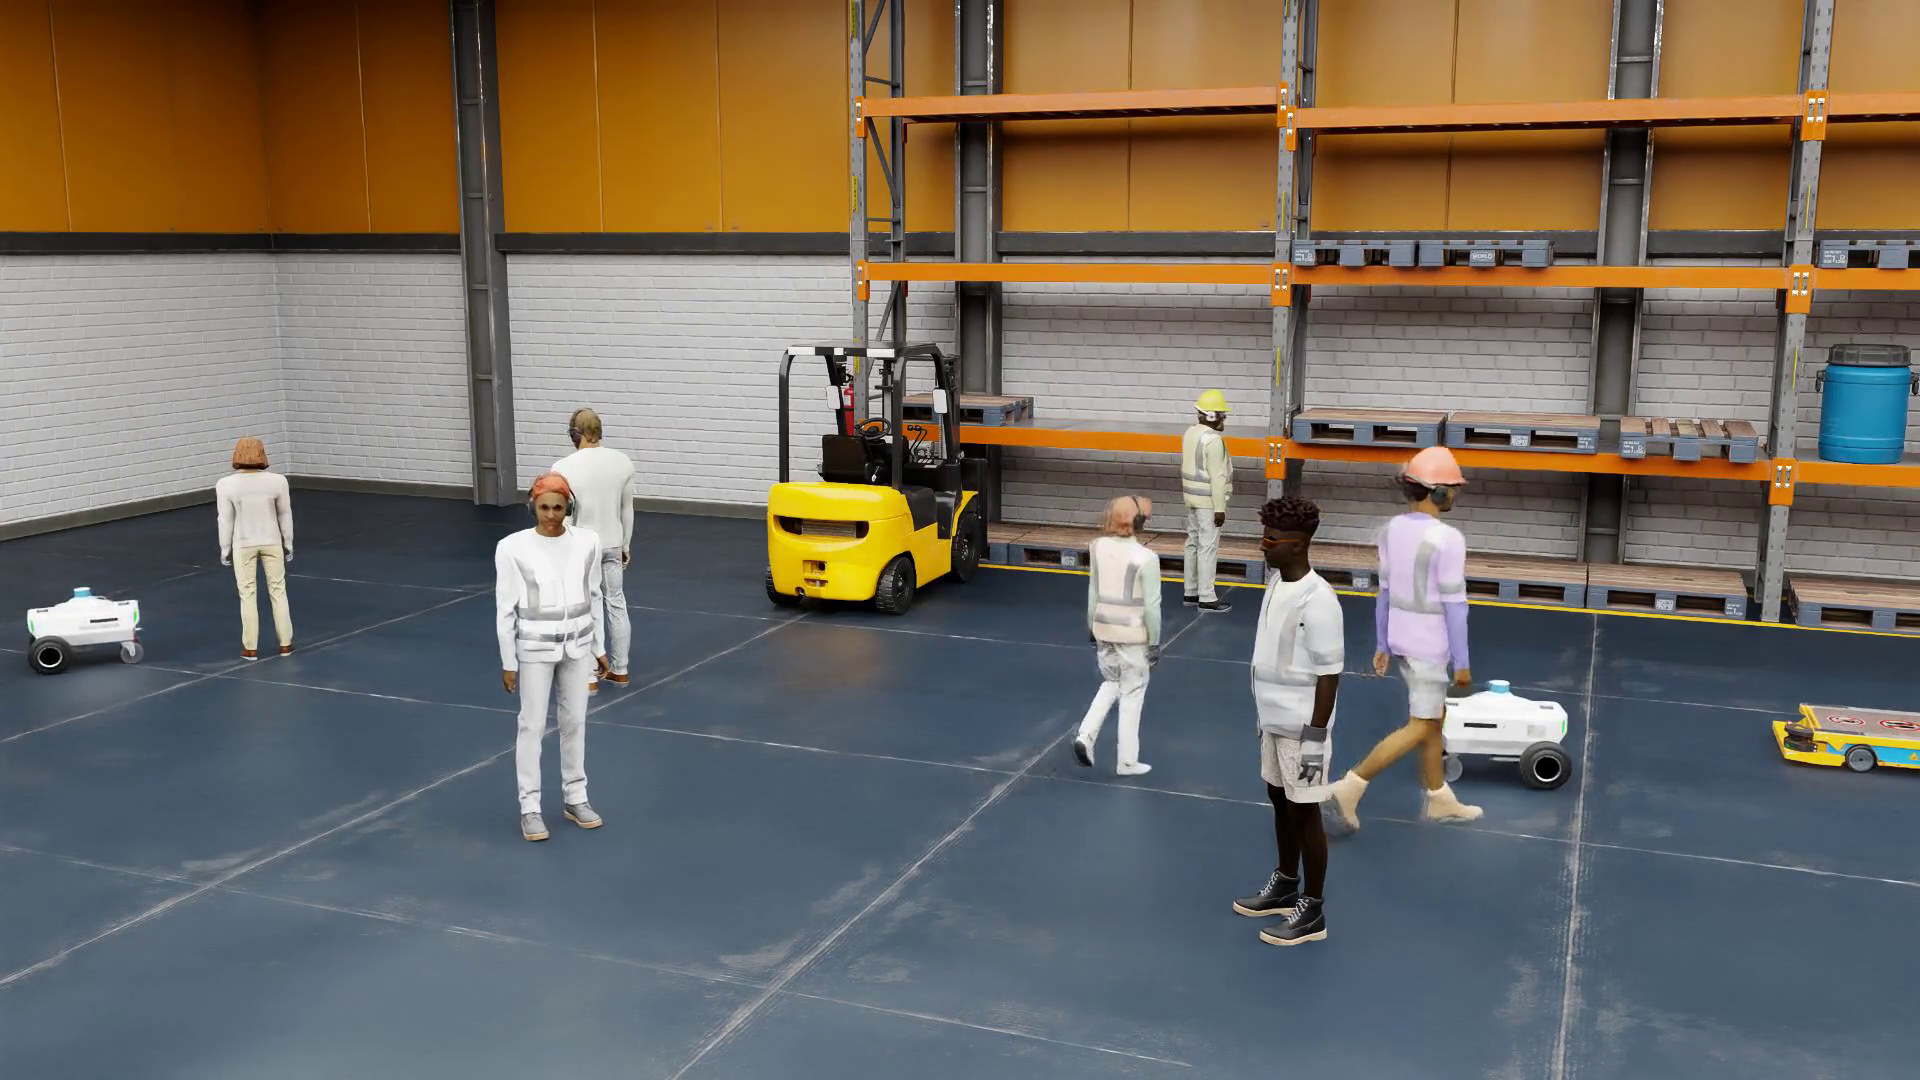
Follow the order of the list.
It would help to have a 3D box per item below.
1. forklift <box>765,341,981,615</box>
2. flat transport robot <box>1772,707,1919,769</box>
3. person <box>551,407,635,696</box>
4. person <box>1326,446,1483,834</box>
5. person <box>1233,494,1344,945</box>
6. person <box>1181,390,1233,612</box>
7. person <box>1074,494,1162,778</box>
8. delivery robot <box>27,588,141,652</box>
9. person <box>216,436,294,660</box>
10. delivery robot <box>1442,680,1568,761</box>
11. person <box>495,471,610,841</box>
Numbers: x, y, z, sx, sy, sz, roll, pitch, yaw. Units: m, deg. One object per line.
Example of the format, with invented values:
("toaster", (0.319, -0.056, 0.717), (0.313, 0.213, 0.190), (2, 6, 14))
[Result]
("forklift", (-0.739, -0.602, 14.246), (1.214, 2.155, 2.313), (4, 11, 21))
("flat transport robot", (5.567, 1.176, 9.697), (1.431, 0.197, 0.652), (4, 11, 20))
("person", (-2.470, 0.076, 11.185), (0.372, 1.939, 0.631), (9, 14, 42))
("person", (2.296, 0.526, 8.485), (0.928, 2.020, 0.614), (-3, 11, -15))
("person", (1.438, 0.771, 7.231), (0.362, 1.963, 0.613), (-2, 10, -10))
("person", (2.041, -0.323, 13.705), (0.404, 1.828, 0.602), (-3, 11, -17))
("person", (0.902, 0.553, 9.375), (0.415, 1.627, 0.531), (-9, 14, -42))
("delivery robot", (-6.279, 0.585, 11.937), (0.707, 0.478, 0.477), (-5, 11, -27))
("person", (-5.126, 0.058, 12.129), (0.507, 1.632, 0.268), (-6, 12, -29))
("delivery robot", (3.045, 1.037, 9.420), (0.707, 0.478, 0.477), (2, 10, 8))
("person", (-2.077, 0.580, 8.517), (0.581, 1.884, 0.339), (-8, 13, -37))
